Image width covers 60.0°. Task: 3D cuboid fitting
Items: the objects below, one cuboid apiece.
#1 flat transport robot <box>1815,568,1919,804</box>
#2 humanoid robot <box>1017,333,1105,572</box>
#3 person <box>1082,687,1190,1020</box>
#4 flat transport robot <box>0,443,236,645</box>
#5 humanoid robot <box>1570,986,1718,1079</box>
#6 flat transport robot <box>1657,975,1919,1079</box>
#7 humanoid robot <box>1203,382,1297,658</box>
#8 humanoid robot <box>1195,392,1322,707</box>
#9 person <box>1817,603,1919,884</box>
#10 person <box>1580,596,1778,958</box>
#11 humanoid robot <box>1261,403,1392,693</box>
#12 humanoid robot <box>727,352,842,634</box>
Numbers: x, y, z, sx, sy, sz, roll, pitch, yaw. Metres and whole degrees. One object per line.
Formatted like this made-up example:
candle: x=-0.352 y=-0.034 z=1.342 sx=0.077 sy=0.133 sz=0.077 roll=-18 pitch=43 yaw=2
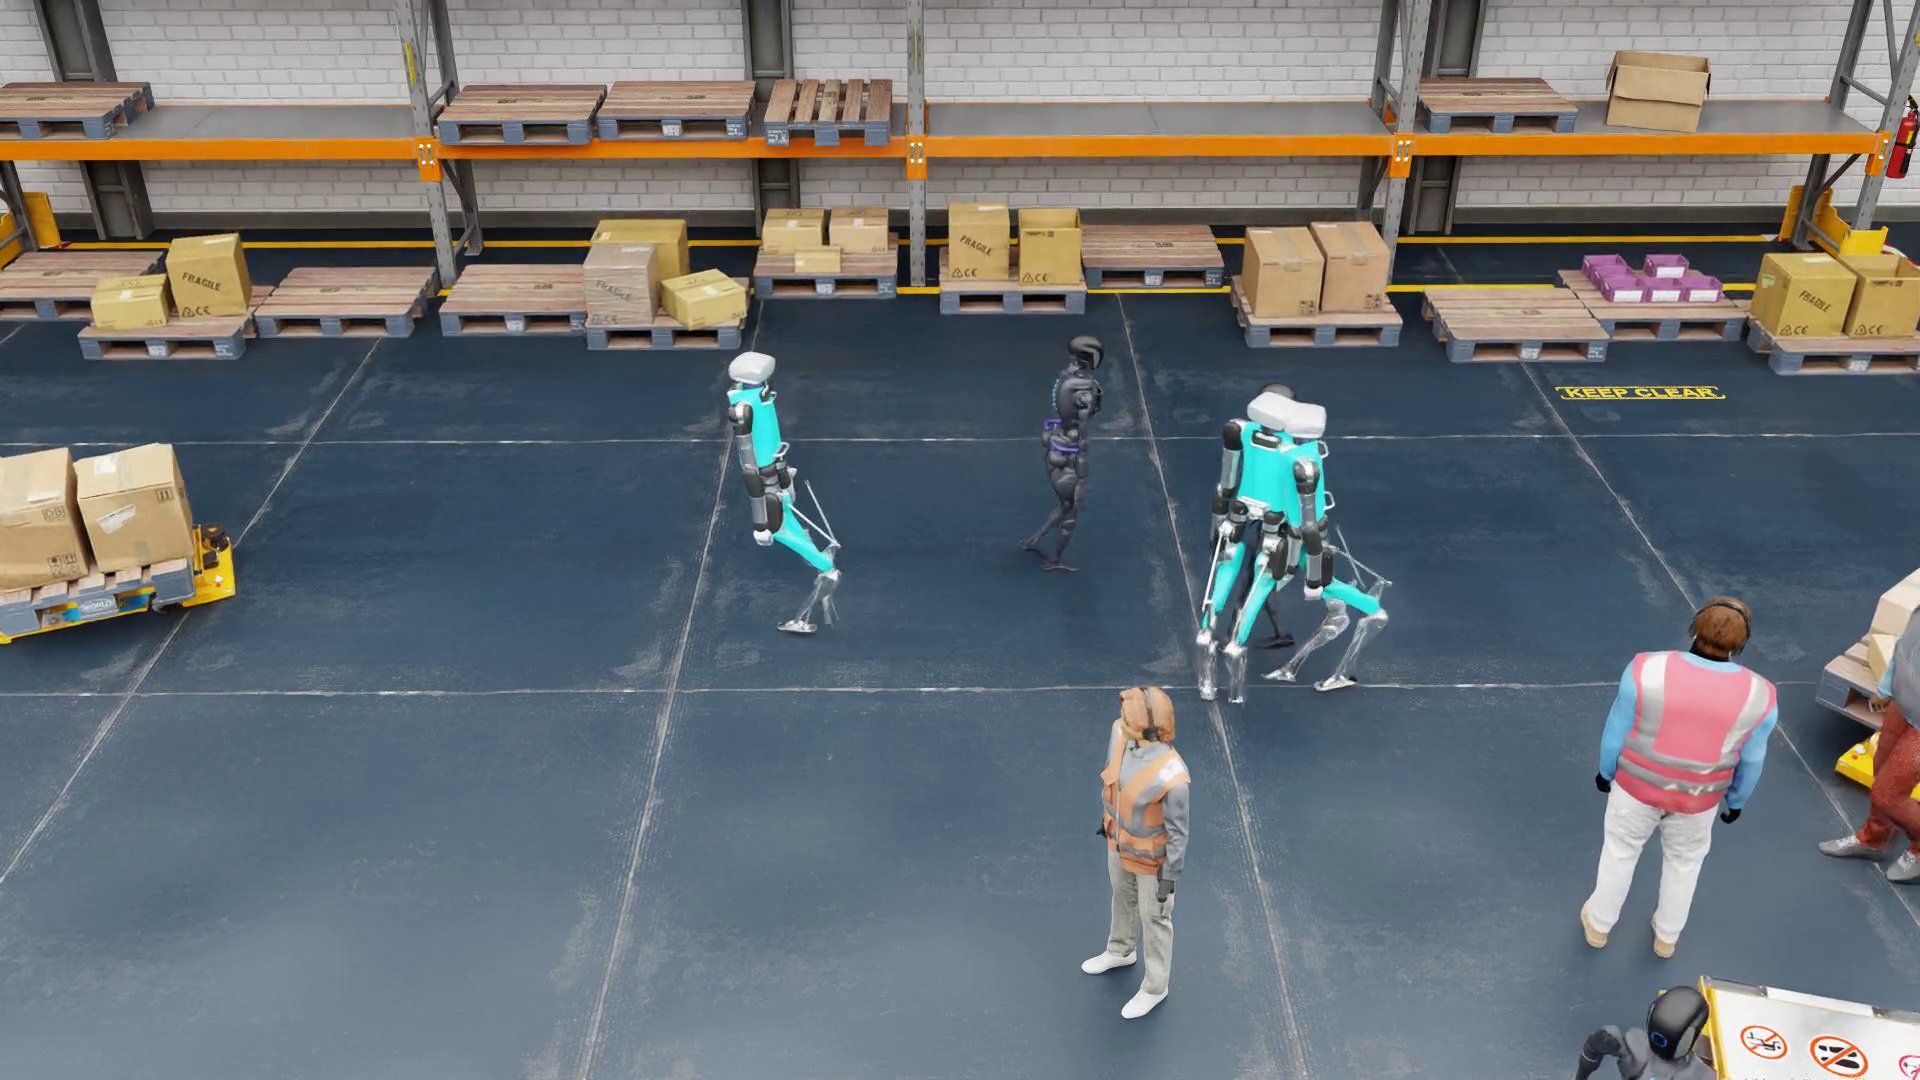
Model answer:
flat transport robot: x=5.267 y=1.018 z=8.717 sx=1.431 sy=0.231 sz=0.659 roll=-23 pitch=38 yaw=-33
humanoid robot: x=0.602 y=-0.494 z=9.881 sx=0.425 sy=1.629 sz=0.604 roll=-4 pitch=31 yaw=-6
person: x=0.751 y=1.287 z=6.938 sx=0.307 sy=1.636 sz=0.522 roll=-15 pitch=34 yaw=-24
flat transport robot: x=-5.140 y=0.263 z=9.974 sx=1.431 sy=0.231 sz=0.659 roll=-13 pitch=33 yaw=-20
humanoid robot: x=2.252 y=2.112 z=5.524 sx=0.583 sy=1.644 sz=0.336 roll=25 pitch=39 yaw=35
flat transport robot: x=3.636 y=2.188 z=6.768 sx=1.431 sy=0.231 sz=0.659 roll=8 pitch=32 yaw=13
humanoid robot: x=1.676 y=-0.106 z=9.239 sx=0.556 sy=1.621 sz=0.597 roll=6 pitch=31 yaw=9
humanoid robot: x=1.473 y=0.149 z=8.749 sx=0.530 sy=1.798 sz=0.721 roll=19 pitch=36 yaw=28
person: x=4.382 y=0.808 z=7.517 sx=0.460 sy=1.858 sz=0.588 roll=2 pitch=31 yaw=3
person: x=3.063 y=1.045 z=7.160 sx=0.636 sy=1.833 sz=0.432 roll=9 pitch=32 yaw=14
humanoid robot: x=2.030 y=0.087 z=8.834 sx=0.809 sy=1.752 sz=0.549 roll=1 pitch=31 yaw=1
humanoid robot: x=-0.880 y=-0.136 z=9.328 sx=0.745 sy=1.900 sz=0.541 roll=5 pitch=31 yaw=8
